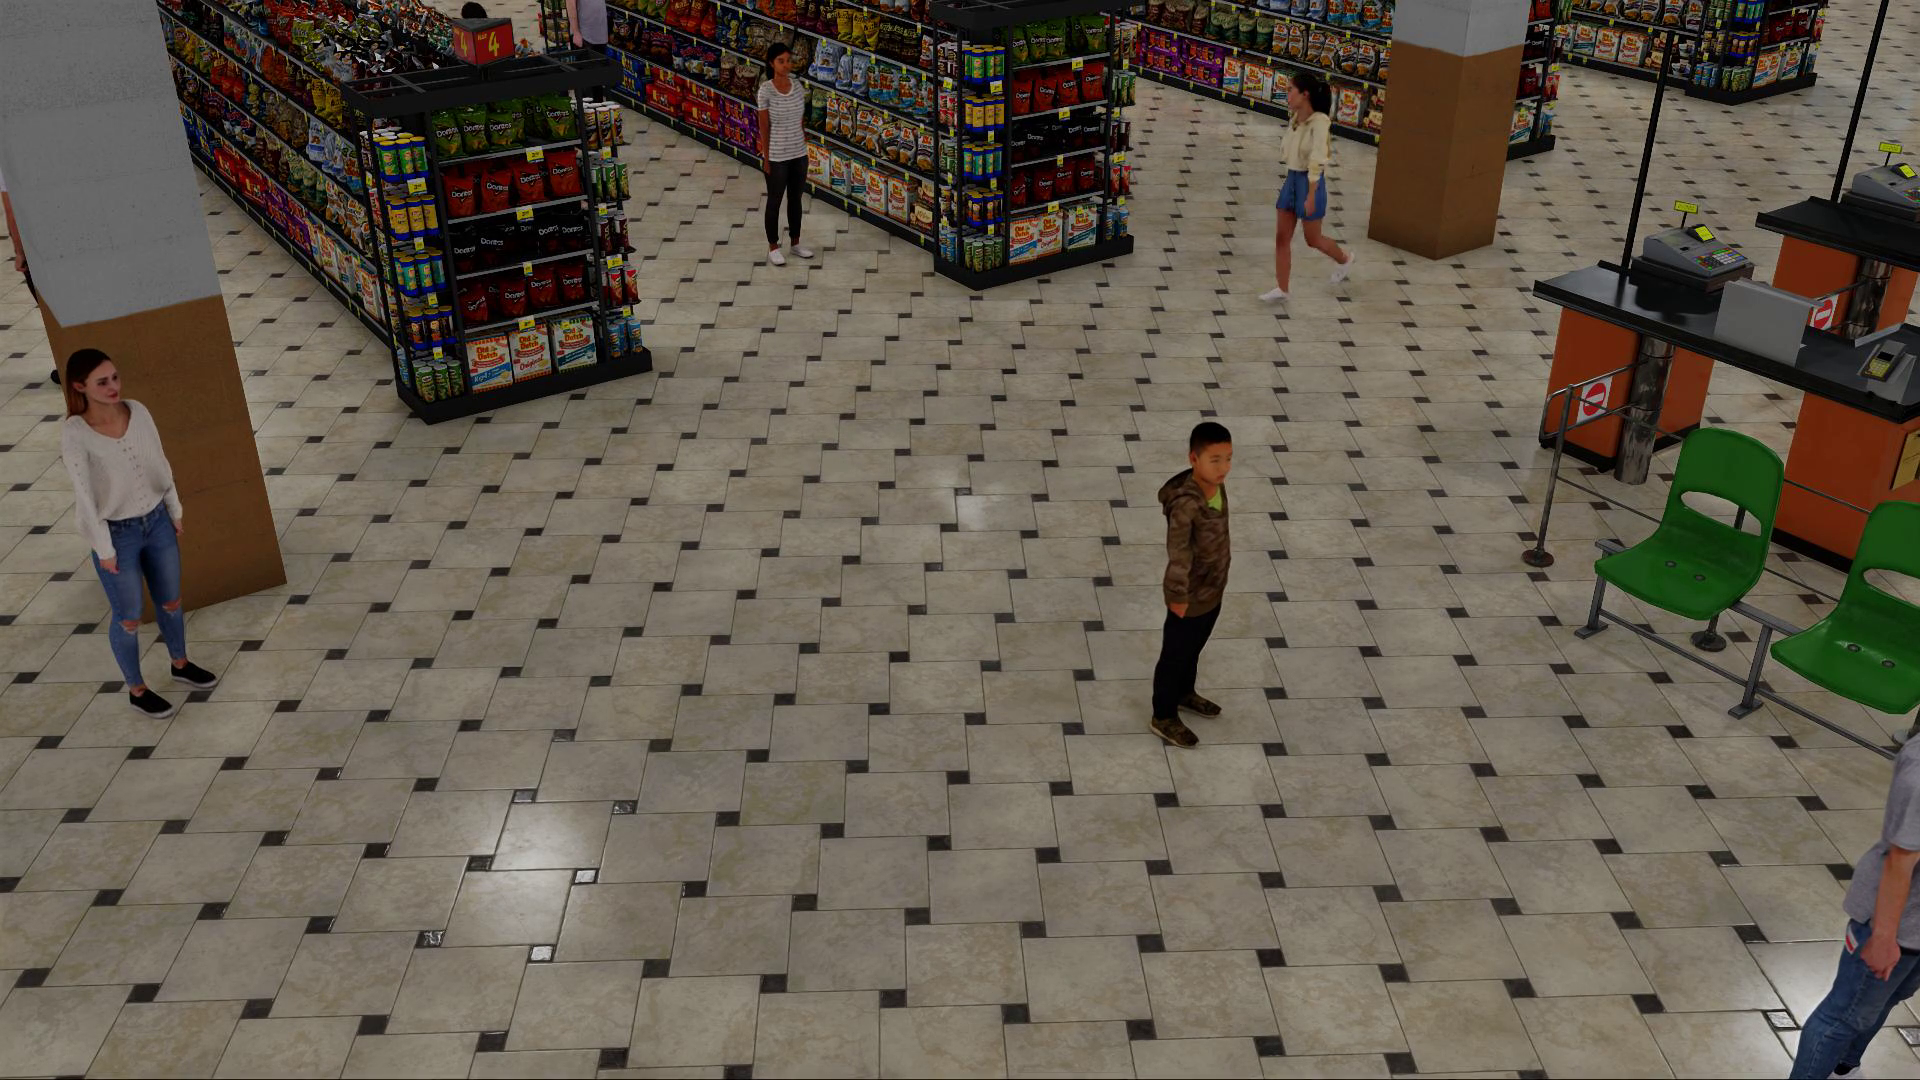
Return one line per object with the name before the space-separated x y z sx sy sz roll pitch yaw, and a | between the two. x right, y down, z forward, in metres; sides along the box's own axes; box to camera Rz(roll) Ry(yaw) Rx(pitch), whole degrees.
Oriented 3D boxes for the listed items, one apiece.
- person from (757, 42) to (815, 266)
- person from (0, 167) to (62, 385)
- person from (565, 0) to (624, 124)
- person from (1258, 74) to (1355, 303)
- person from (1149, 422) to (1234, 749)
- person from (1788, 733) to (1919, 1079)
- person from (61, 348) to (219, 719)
person | -1.334 -2.922 12.570 0.586 1.646 0.558 -23 36 -35
person | -5.716 -1.879 10.451 0.733 1.848 0.746 15 32 26
person | -3.571 -4.888 15.971 0.785 1.838 0.759 9 30 17
person | 2.508 -2.468 11.780 0.830 1.607 1.014 -12 31 -22
person | 0.995 0.171 7.107 0.674 1.455 0.656 17 33 28
person | 2.878 1.065 5.018 0.664 1.886 0.531 -19 34 -31
person | -3.618 -0.038 7.243 0.691 1.691 0.696 15 32 26
